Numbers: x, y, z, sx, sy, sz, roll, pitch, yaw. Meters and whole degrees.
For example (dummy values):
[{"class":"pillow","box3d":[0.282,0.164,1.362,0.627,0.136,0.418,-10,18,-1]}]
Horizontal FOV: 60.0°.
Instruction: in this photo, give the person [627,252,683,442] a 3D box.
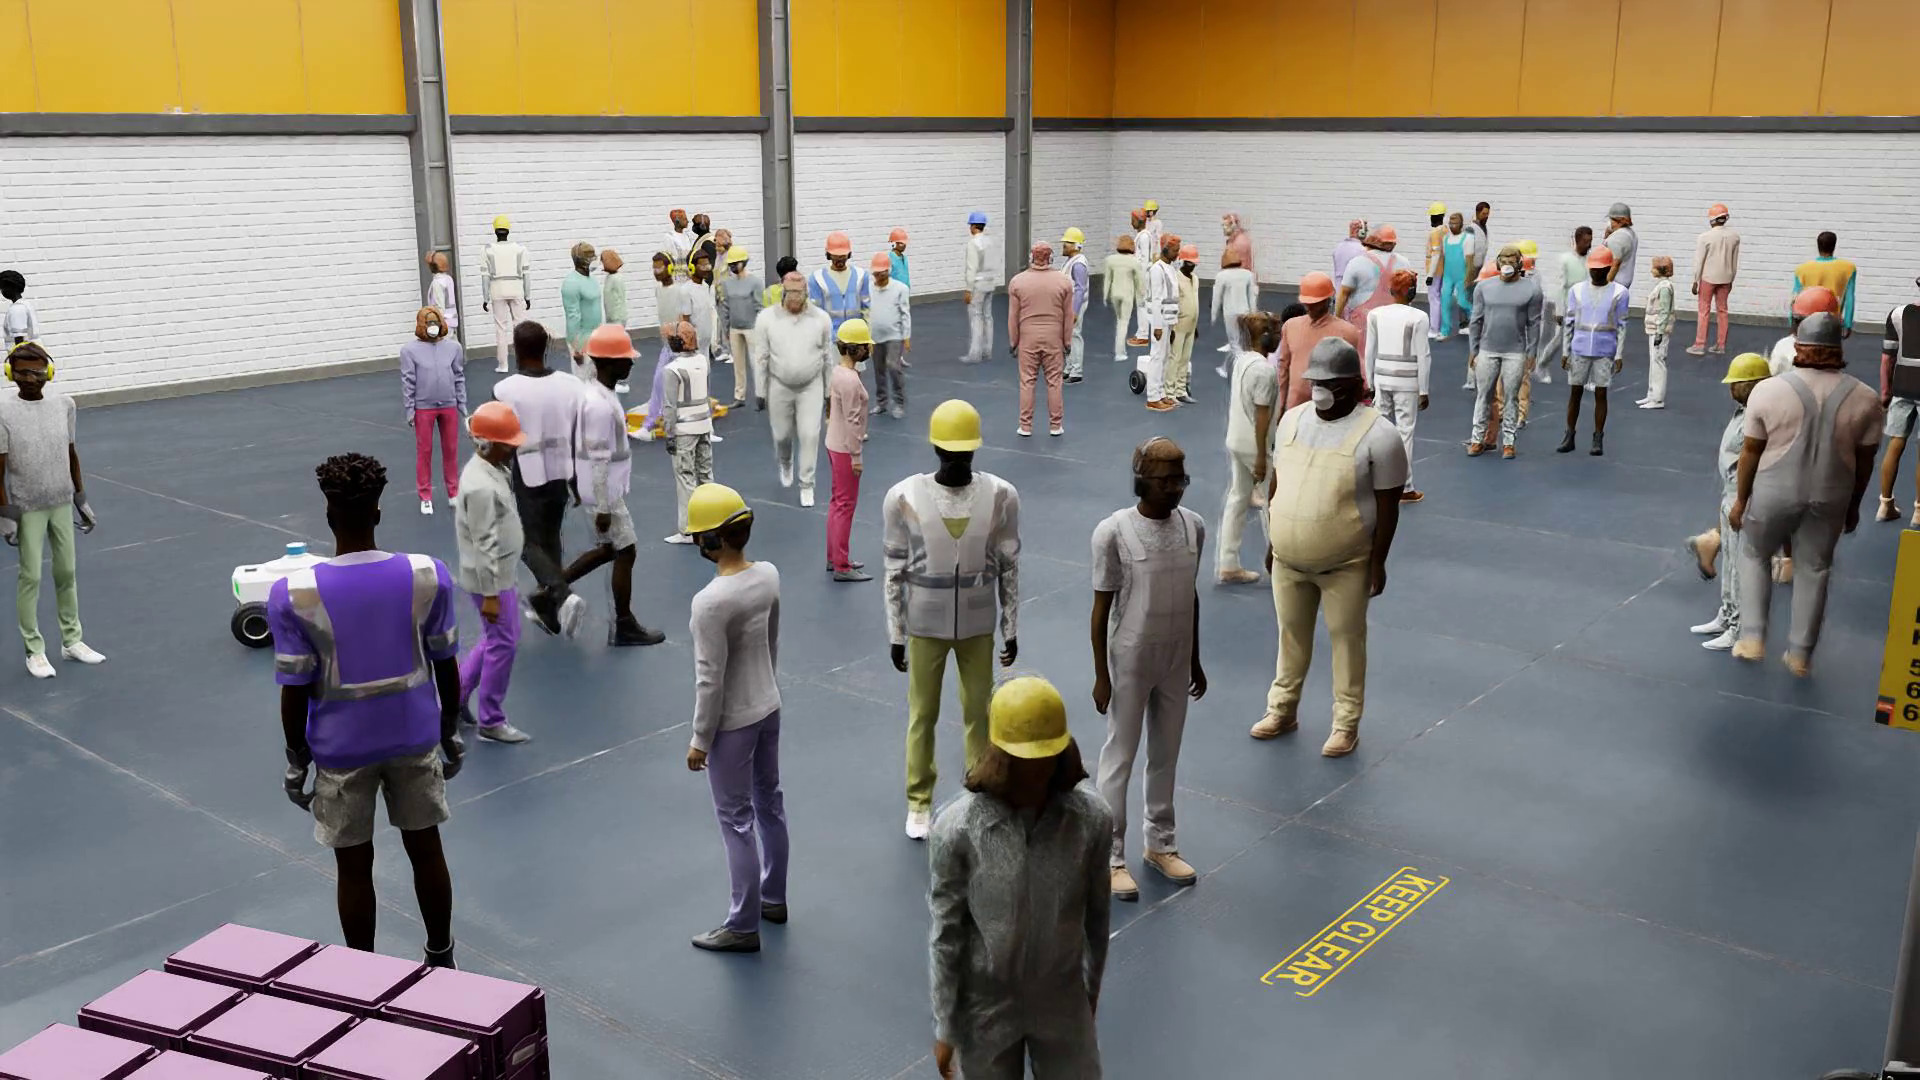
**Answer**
[{"class":"person","box3d":[-2.789,-1.828,15.933,0.527,1.822,0.972,10,17,35]}]

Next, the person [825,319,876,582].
[{"class":"person","box3d":[-0.727,-0.604,11.168,0.349,1.759,0.522,-3,14,-13]}]

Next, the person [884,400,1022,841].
[{"class":"person","box3d":[-0.023,0.351,7.037,0.584,1.917,0.402,-2,14,-8]}]

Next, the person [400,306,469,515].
[{"class":"person","box3d":[-4.124,-1.026,13.102,0.500,1.633,0.280,-10,17,-35]}]

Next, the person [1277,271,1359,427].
[{"class":"person","box3d":[2.580,-0.968,12.157,0.613,1.982,0.409,10,17,34]}]

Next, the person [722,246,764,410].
[{"class":"person","box3d":[-2.318,-2.255,17.782,0.548,1.754,0.360,7,16,26]}]

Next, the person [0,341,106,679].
[{"class":"person","box3d":[-5.078,-0.178,9.248,0.332,1.864,0.514,8,16,31]}]

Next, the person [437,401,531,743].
[{"class":"person","box3d":[-2.346,0.158,8.196,0.531,1.718,0.595,-2,14,-10]}]

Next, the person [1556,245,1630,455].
[{"class":"person","box3d":[5.838,-1.742,15.349,0.551,1.932,0.377,8,16,29]}]

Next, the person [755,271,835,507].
[{"class":"person","box3d":[-1.329,-1.247,13.469,0.649,1.877,0.733,-1,14,-5]}]

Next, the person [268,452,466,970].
[{"class":"person","box3d":[-1.988,0.670,5.647,0.613,1.965,0.361,-9,17,-32]}]

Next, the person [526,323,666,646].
[{"class":"person","box3d":[-2.130,-0.295,9.604,0.703,1.916,0.557,-3,14,-14]}]

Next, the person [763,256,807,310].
[{"class":"person","box3d":[-1.773,-2.079,17.176,0.541,1.696,0.315,8,16,30]}]

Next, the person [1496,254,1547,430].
[{"class":"person","box3d":[5.559,-1.985,16.690,0.326,1.751,0.559,-12,19,-41]}]

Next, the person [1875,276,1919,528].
[{"class":"person","box3d":[7.309,-1.118,12.637,0.377,2.045,0.605,-10,17,-34]}]

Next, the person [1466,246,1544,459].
[{"class":"person","box3d":[4.972,-1.715,15.234,0.627,1.940,0.372,6,15,22]}]

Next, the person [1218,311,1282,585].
[{"class":"person","box3d":[2.060,-0.593,10.973,0.745,1.823,0.544,-4,14,-14]}]

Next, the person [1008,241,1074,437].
[{"class":"person","box3d":[0.788,-1.956,16.263,0.641,1.908,0.407,0,14,-1]}]

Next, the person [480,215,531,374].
[{"class":"person","box3d":[-5.582,-3.014,20.448,0.593,1.925,0.384,-7,16,-26]}]

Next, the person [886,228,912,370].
[{"class":"person","box3d":[-0.769,-3.015,20.803,0.343,1.749,0.573,6,15,23]}]

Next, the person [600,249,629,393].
[{"class":"person","box3d":[-3.951,-2.504,19.005,0.288,1.629,0.521,-8,16,-29]}]

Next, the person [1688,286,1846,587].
[{"class":"person","box3d":[5.336,-0.660,10.891,0.838,2.011,0.617,4,15,15]}]

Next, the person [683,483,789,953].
[{"class":"person","box3d":[-0.840,0.655,6.131,0.327,1.760,0.523,6,15,22]}]

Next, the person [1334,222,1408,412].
[{"class":"person","box3d":[4.307,-2.352,17.571,0.837,2.000,0.536,-5,15,-18]}]

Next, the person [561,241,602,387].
[{"class":"person","box3d":[-3.537,-1.849,15.770,0.373,1.940,0.629,2,14,7]}]

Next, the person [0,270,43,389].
[{"class":"person","box3d":[-8.796,-1.694,15.665,0.320,1.686,0.539,-5,15,-20]}]

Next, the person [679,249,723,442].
[{"class":"person","box3d":[-2.478,-1.824,15.814,0.310,1.868,0.532,4,15,16]}]

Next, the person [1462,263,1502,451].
[{"class":"person","box3d":[4.929,-1.708,15.582,0.334,1.749,0.576,2,14,9]}]

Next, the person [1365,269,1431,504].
[{"class":"person","box3d":[3.534,-1.236,13.433,0.354,1.883,0.573,-13,19,-42]}]

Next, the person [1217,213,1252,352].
[{"class":"person","box3d":[3.830,-3.439,22.259,0.720,1.868,0.683,1,14,5]}]

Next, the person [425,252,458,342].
[{"class":"person","box3d":[-5.711,-2.358,18.416,0.310,1.636,0.523,-1,14,-2]}]

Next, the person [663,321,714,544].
[{"class":"person","box3d":[-1.976,-0.779,12.122,0.313,1.634,0.514,7,16,25]}]
